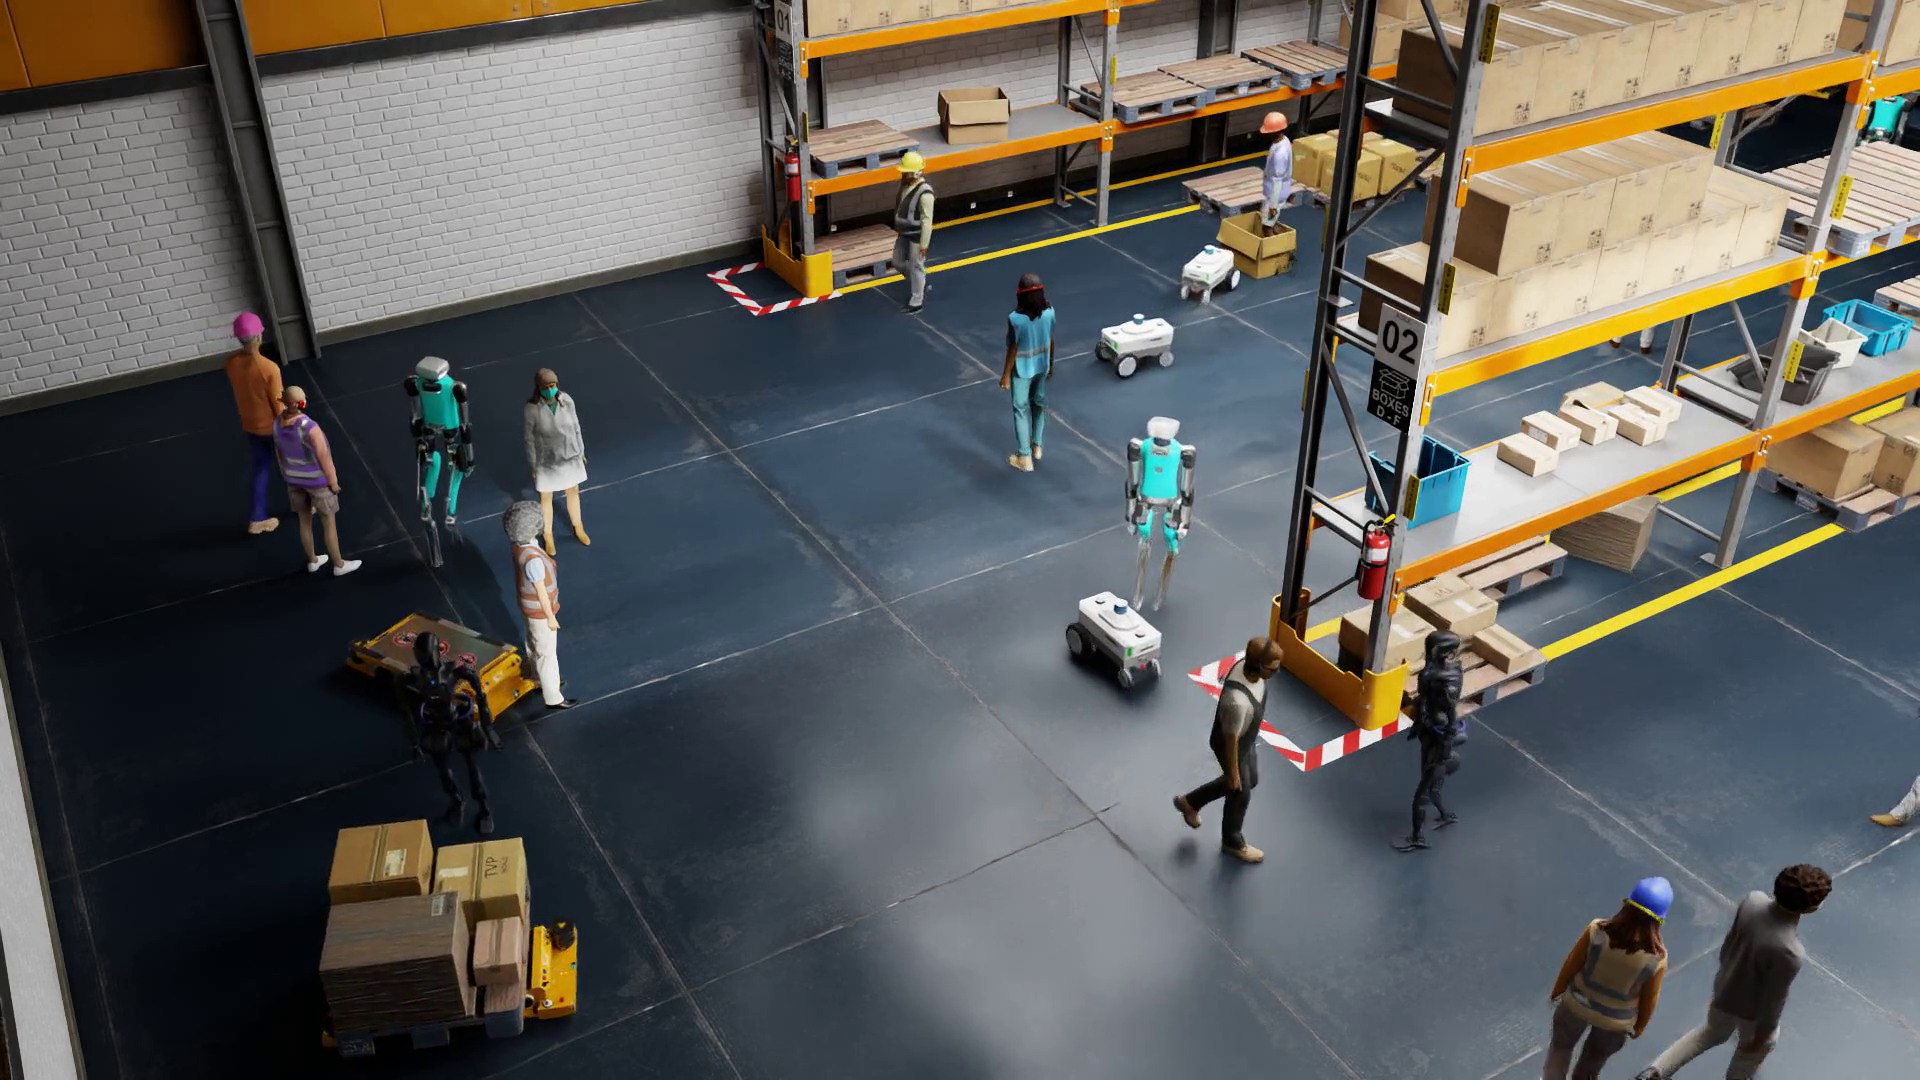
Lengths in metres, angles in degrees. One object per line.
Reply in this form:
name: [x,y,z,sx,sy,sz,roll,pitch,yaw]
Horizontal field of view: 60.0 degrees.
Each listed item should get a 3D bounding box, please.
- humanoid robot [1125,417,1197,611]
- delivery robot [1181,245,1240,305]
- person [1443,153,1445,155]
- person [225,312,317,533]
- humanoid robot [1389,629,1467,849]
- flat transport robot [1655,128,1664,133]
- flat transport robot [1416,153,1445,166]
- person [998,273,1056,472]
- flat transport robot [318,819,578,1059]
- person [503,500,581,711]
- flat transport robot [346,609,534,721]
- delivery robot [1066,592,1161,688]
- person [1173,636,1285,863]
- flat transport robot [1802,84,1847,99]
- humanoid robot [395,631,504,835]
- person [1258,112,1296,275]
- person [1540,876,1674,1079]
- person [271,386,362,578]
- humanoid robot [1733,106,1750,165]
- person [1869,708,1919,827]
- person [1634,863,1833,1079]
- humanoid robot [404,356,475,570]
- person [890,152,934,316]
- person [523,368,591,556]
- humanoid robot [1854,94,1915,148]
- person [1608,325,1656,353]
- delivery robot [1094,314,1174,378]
humanoid robot: [1.578,-0.230,13.077,0.532,1.795,0.638,8,33,13]
delivery robot: [2.778,-2.999,18.605,0.499,0.603,0.803,19,37,27]
person: [6.511,-5.820,21.892,0.376,1.836,0.558,22,38,30]
person: [-5.877,-0.989,14.082,0.534,1.955,0.808,9,33,13]
humanoid robot: [3.099,1.287,10.732,0.533,1.646,0.589,-1,32,-2]
flat transport robot: [8.994,-5.460,22.791,1.431,0.231,0.659,0,32,0]
flat transport robot: [6.739,-4.840,21.803,1.431,0.231,0.659,22,38,31]
person: [0.617,-1.525,15.030,0.544,1.870,0.466,-19,37,-28]
flat transport robot: [-3.018,2.623,9.900,1.431,0.231,0.659,-5,33,-9]
person: [-3.034,0.471,11.992,0.309,1.690,0.437,-17,36,-25]
flat transport robot: [-3.902,0.934,12.595,1.431,0.231,0.659,17,36,25]
delivery robot: [1.200,0.717,12.680,0.499,0.603,0.803,-18,36,-26]
person: [1.704,1.309,10.543,0.578,1.815,0.573,11,34,17]
flat transport robot: [13.119,-6.988,25.228,0.659,0.231,1.431,27,41,36]
humanoid robot: [-3.302,1.218,10.831,0.595,1.635,0.460,-6,33,-9]
person: [3.573,-3.915,18.788,0.525,1.904,0.574,5,32,8]
person: [3.339,2.493,8.717,0.511,1.745,0.577,18,36,26]
person: [-5.272,-0.473,13.495,0.490,1.693,0.343,10,33,15]
humanoid robot: [9.684,-5.067,20.842,0.504,1.639,0.608,2,32,3]
person: [6.585,1.191,10.901,0.801,1.627,0.437,0,32,0]
person: [4.092,2.401,8.741,0.698,1.873,0.541,-7,33,-11]
humanoid robot: [-4.324,-0.538,13.628,0.544,1.821,0.827,6,33,9]
person: [-0.510,-3.294,17.872,0.428,1.822,0.612,-17,36,-25]
person: [-3.349,-0.656,13.818,0.485,1.659,0.342,-17,36,-25]
humanoid robot: [10.947,-4.575,20.029,0.531,1.772,0.960,21,38,30]
person: [7.078,-2.847,17.133,0.573,1.865,0.392,13,34,20]
delivery robot: [1.794,-2.008,17.034,0.813,0.612,0.499,-13,34,-19]
